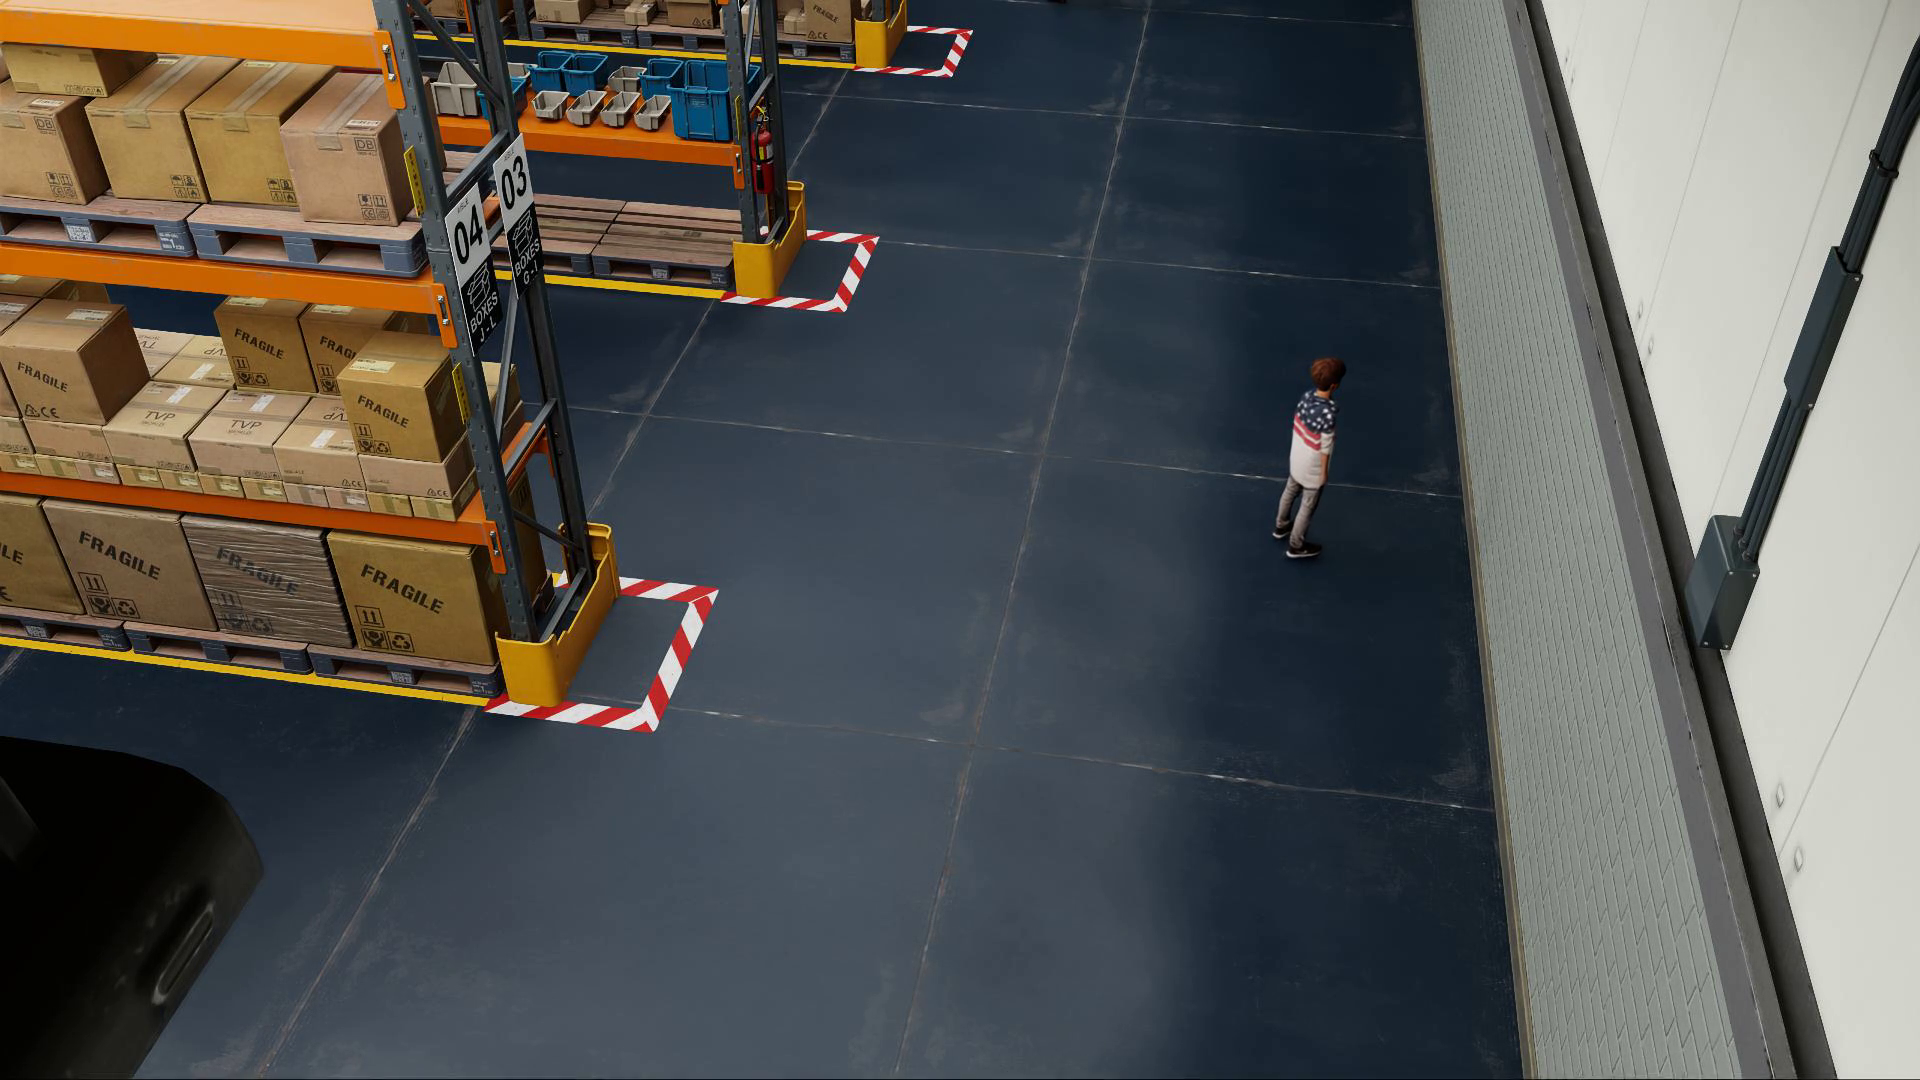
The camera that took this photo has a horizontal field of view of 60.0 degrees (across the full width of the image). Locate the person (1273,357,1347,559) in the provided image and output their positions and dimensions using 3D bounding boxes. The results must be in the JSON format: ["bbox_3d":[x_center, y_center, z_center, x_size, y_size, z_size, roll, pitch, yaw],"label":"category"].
[{"bbox_3d":[2.277,-0.550,10.813,0.636,1.434,0.610,-11,39,-14],"label":"person"}]
